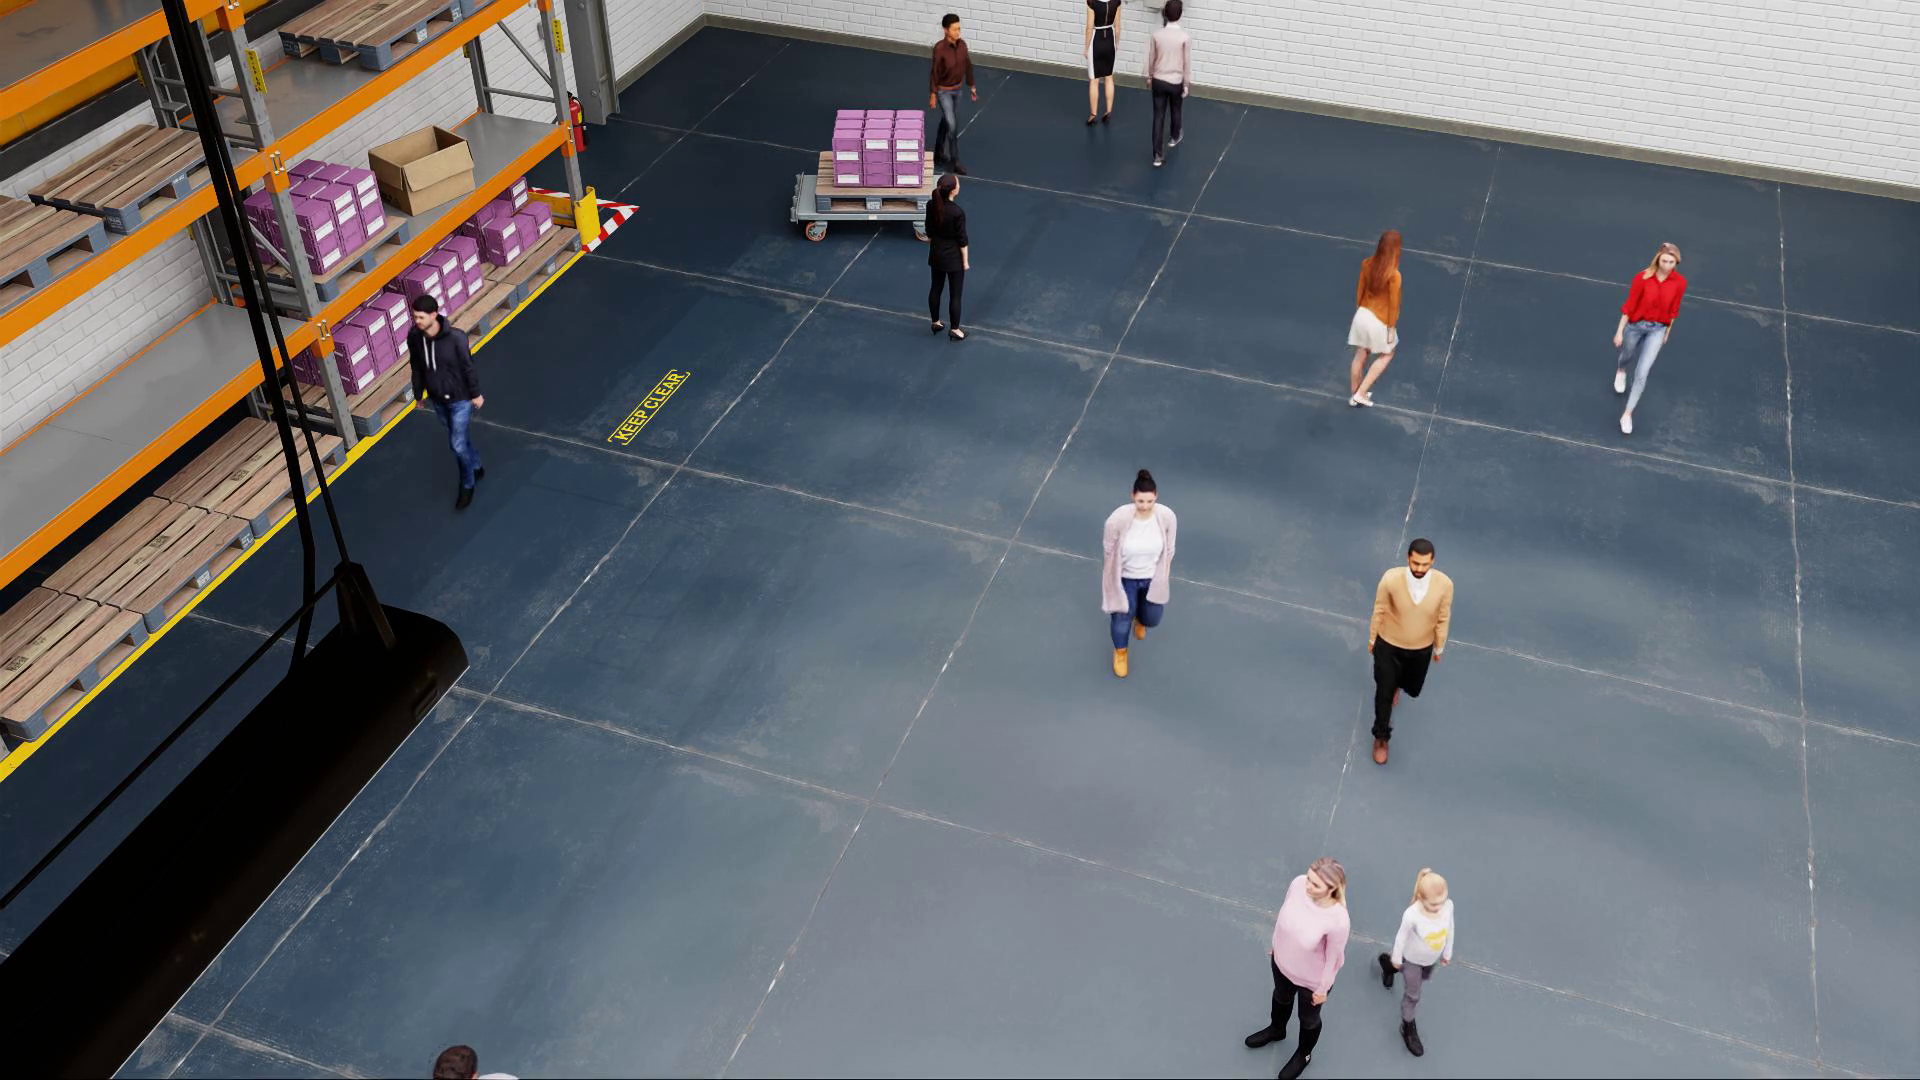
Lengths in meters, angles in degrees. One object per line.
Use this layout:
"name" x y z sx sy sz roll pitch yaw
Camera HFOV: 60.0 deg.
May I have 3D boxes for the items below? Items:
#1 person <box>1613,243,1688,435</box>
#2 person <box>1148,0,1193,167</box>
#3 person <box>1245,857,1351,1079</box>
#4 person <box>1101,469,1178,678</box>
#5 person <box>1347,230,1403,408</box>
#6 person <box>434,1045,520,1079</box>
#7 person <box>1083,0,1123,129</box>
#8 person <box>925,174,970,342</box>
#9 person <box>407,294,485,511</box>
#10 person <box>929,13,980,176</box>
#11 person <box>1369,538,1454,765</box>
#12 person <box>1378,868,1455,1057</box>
"person" 5.932 -1.844 14.442 0.703 1.664 1.153 9 40 11
"person" 2.266 -4.990 18.290 0.666 1.777 1.017 11 40 14
"person" 1.909 2.336 9.188 0.718 1.688 0.686 -23 44 -26
"person" 1.244 0.183 11.850 0.837 1.730 0.930 -1 39 -1
"person" 3.542 -1.866 14.427 0.795 1.715 0.757 -25 45 -28
"person" -2.308 3.060 8.095 0.829 1.920 0.867 -14 41 -16
"person" 1.620 -5.620 19.064 0.660 1.795 0.695 -12 40 -14
"person" -0.125 -2.618 15.412 0.667 1.661 0.651 26 45 28
"person" -4.079 -1.216 13.490 0.682 1.870 0.790 12 40 15
"person" -0.184 -4.927 18.230 0.946 1.753 0.946 31 48 33
"person" 3.014 0.661 11.248 0.798 1.734 1.081 5 39 7
"person" 2.617 2.322 9.547 0.810 1.262 0.883 -14 41 -17
